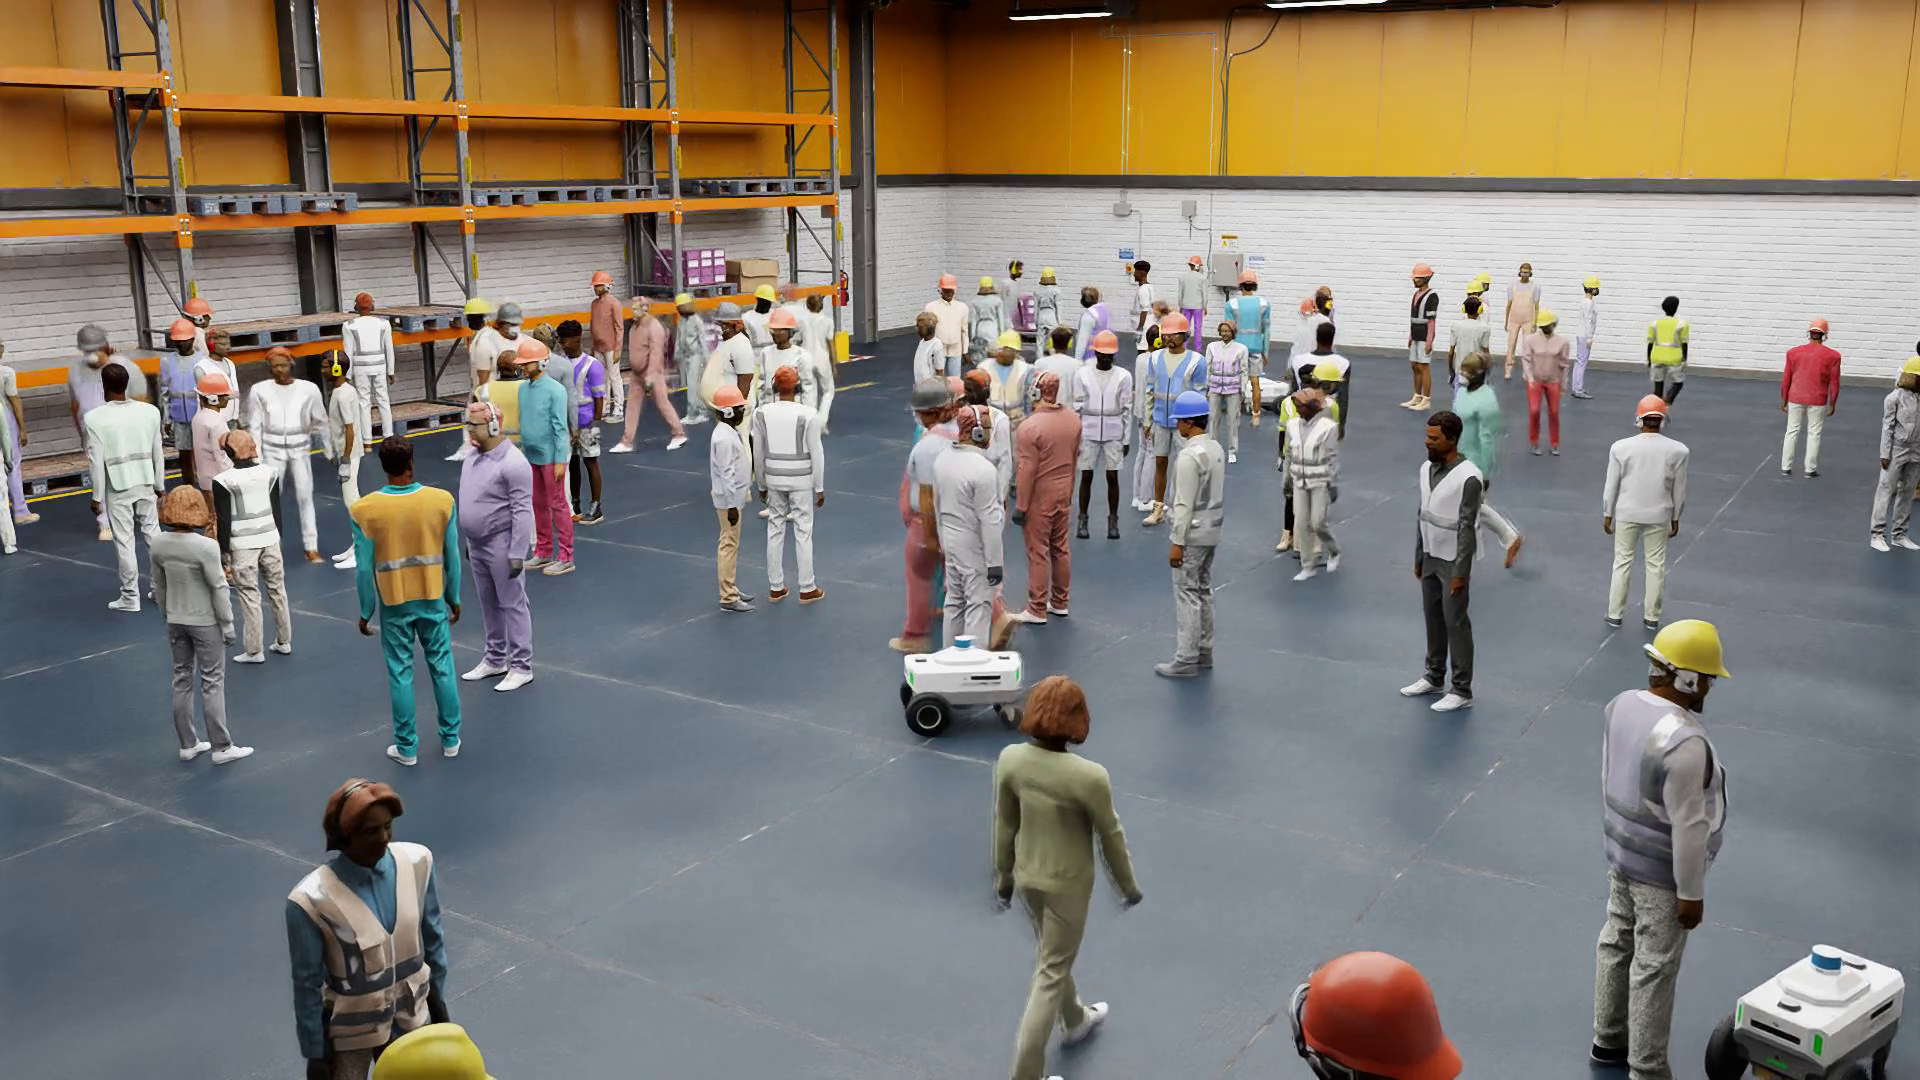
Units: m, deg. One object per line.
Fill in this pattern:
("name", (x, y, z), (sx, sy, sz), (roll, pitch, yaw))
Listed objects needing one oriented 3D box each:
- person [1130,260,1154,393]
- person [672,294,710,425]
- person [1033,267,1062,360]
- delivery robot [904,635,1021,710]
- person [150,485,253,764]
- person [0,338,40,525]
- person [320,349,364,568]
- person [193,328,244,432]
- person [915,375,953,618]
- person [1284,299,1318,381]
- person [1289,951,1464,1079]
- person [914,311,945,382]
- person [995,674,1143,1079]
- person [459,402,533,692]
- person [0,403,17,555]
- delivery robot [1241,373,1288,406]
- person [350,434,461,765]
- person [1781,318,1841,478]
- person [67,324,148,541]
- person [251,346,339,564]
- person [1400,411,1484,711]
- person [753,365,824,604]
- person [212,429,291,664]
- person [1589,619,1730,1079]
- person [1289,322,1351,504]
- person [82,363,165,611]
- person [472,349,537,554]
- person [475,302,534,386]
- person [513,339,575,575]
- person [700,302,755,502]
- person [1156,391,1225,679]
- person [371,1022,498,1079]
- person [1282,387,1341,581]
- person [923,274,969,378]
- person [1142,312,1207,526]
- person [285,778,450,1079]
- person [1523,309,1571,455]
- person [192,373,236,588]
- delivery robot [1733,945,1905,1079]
("person", (2.697, -3.169, 24.713), (0.367, 1.966, 0.607), (2, 13, 9))
("person", (-3.571, -2.364, 21.799), (0.675, 1.700, 0.541), (-12, 18, -43))
("person", (1.405, -3.474, 26.524), (0.485, 1.746, 0.289), (6, 14, 25))
("delivery robot", (0.018, 0.832, 10.249), (0.707, 0.478, 0.477), (-1, 13, -6))
("person", (-4.395, 0.487, 9.585), (0.500, 1.633, 0.282), (4, 14, 19))
("person", (-9.114, -1.046, 15.778), (0.511, 1.844, 0.341), (0, 13, 2))
("person", (-5.258, -0.695, 14.195), (0.327, 1.872, 0.516), (-5, 14, -21))
("person", (-7.157, -1.123, 16.103), (0.390, 1.847, 0.564), (1, 13, 5))
("person", (-0.170, -0.331, 12.667), (0.329, 1.845, 0.515), (-4, 14, -17))
("person", (4.314, -2.163, 20.868), (0.565, 1.720, 0.713), (-11, 17, -39))
("person", (0.763, 1.748, 3.339), (0.408, 1.991, 0.634), (8, 15, 31))
("person", (-0.347, -1.543, 17.931), (0.345, 1.846, 0.508), (-7, 15, -27))
("person", (0.406, 1.275, 6.258), (0.738, 1.597, 0.504), (-13, 18, -43))
("person", (-3.073, 0.038, 10.932), (0.636, 1.911, 0.406), (12, 17, 41))
("person", (-8.544, -0.650, 14.506), (0.523, 1.640, 0.306), (-10, 16, -37))
("delivery robot", (4.098, -2.035, 22.681), (0.707, 0.478, 0.477), (-3, 13, -11))
("person", (-3.158, 0.351, 9.563), (0.589, 1.915, 0.398), (-7, 15, -29))
("person", (9.304, -1.557, 18.216), (0.574, 1.742, 0.356), (9, 16, 34))
("person", (-7.832, -1.065, 15.427), (0.699, 2.000, 0.850), (-1, 13, -5))
("person", (-5.738, -0.735, 14.361), (0.693, 1.877, 0.449), (-3, 13, -14))
("person", (3.097, 0.124, 10.575), (0.392, 1.909, 0.585), (-4, 14, -17))
("person", (-1.327, -0.431, 13.019), (0.574, 1.884, 0.356), (4, 13, 16))
("person", (-4.892, 0.045, 11.489), (0.314, 1.640, 0.515), (8, 15, 30))
("person", (2.596, 1.181, 6.161), (0.403, 1.822, 0.586), (-1, 13, -5))
("person", (3.504, -1.196, 16.343), (0.602, 1.889, 0.888), (6, 14, 23))
("person", (-6.412, -0.405, 12.831), (0.392, 1.919, 0.591), (8, 15, 32))
("person", (-3.854, -0.725, 14.390), (0.634, 1.841, 0.429), (-1, 13, -6))
("person", (-4.552, -1.430, 17.011), (0.676, 2.000, 0.536), (-11, 17, -39))
("person", (-3.509, -0.697, 13.958), (0.604, 1.985, 0.405), (11, 17, 40))
("person", (-2.352, -1.393, 16.848), (0.537, 2.000, 0.679), (-6, 14, -23))
("person", (1.570, -0.037, 11.197), (0.415, 1.935, 0.626), (7, 15, 26))
("person", (-1.082, 1.831, 3.488), (0.339, 1.759, 0.528), (-6, 14, -24))
("person", (2.929, -0.463, 13.756), (0.441, 1.618, 0.531), (-12, 17, -42))
("person", (-0.175, -2.424, 21.415), (0.612, 1.997, 0.376), (-4, 14, -19))
("person", (2.006, -1.116, 15.643), (0.605, 2.044, 0.375), (7, 15, 29))
("person", (-1.819, 1.510, 5.157), (0.316, 1.631, 0.516), (9, 16, 35))
("person", (6.853, -1.844, 19.476), (0.538, 1.725, 0.481), (4, 14, 16))
("person", (-6.016, -0.487, 13.550), (0.343, 1.749, 0.573), (-11, 17, -38))
("delivery robot", (3.223, 1.759, 6.228), (0.707, 0.478, 0.477), (-10, 16, -37))
